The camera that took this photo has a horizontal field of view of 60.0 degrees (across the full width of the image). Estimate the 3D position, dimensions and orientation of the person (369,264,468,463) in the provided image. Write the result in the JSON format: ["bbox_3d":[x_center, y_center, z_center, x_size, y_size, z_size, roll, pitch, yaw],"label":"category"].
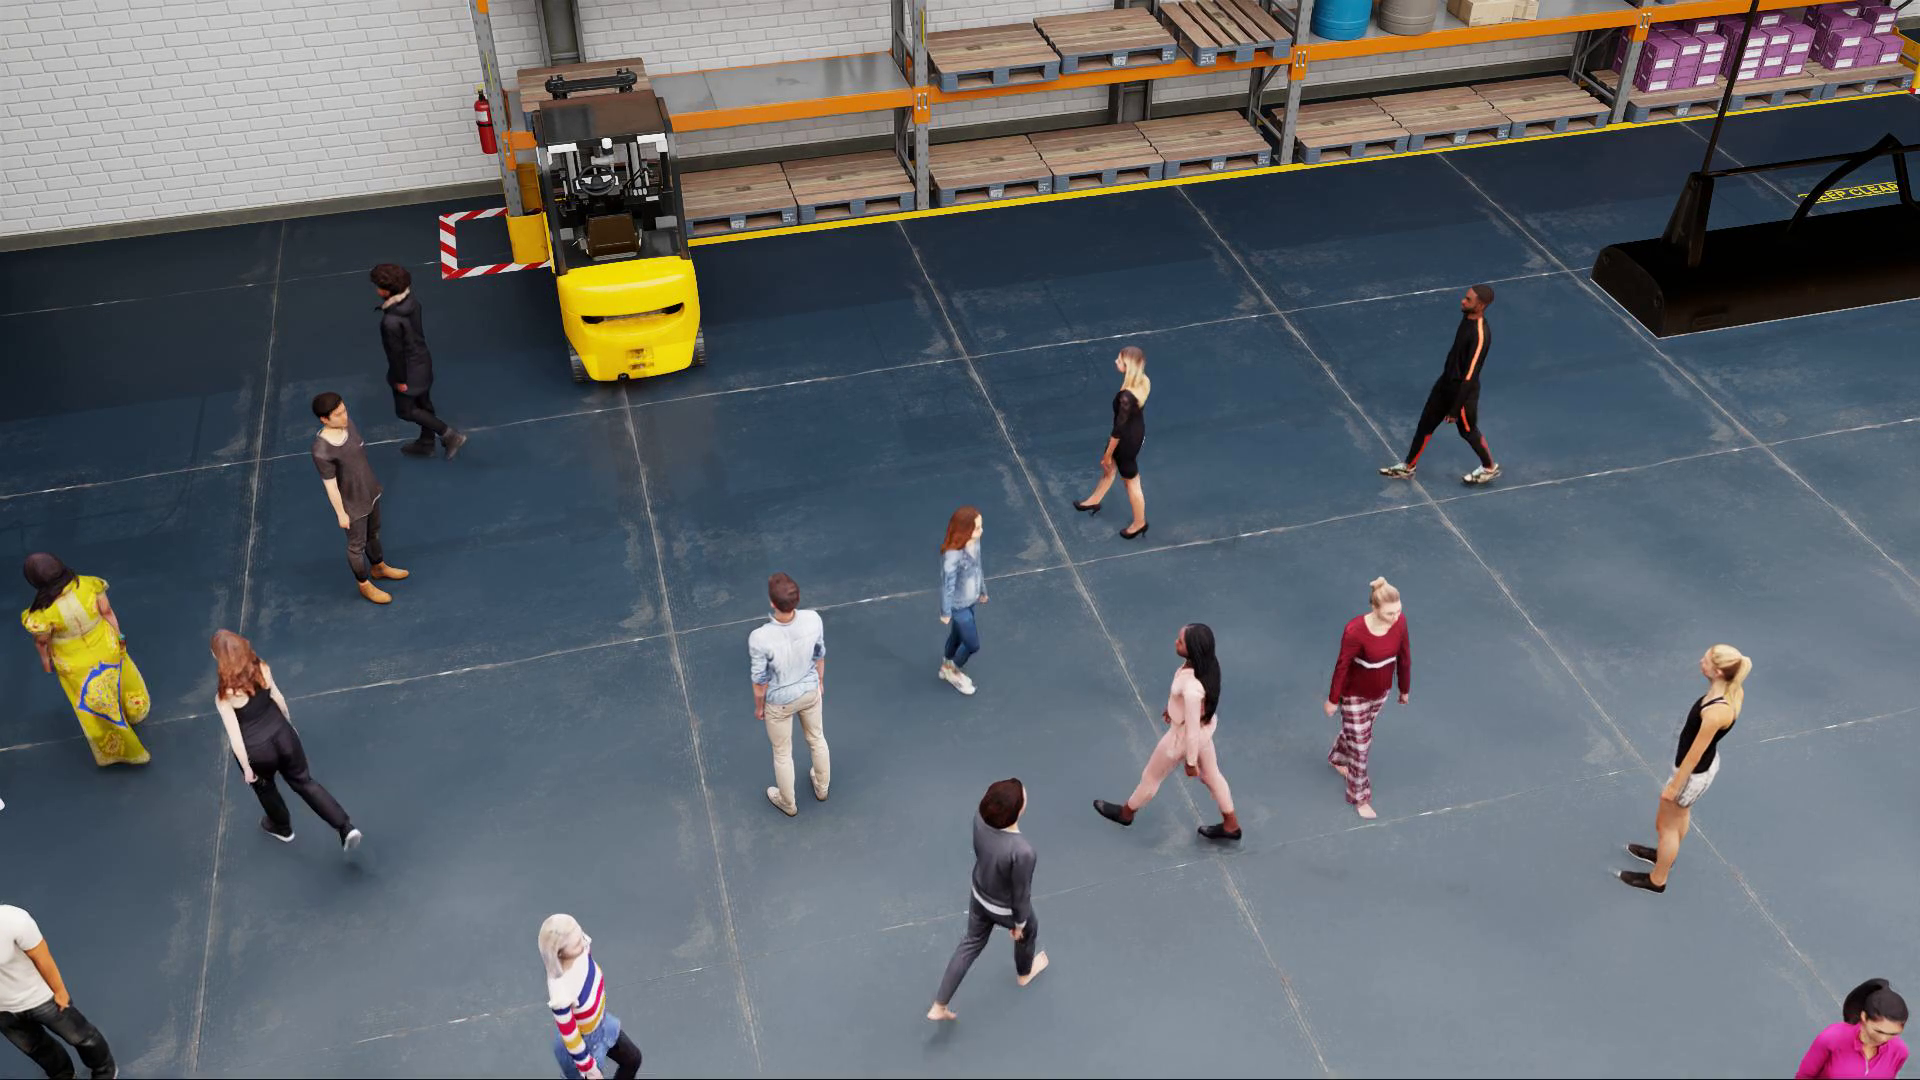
[{"bbox_3d":[-4.237,-1.352,13.037,0.946,1.767,0.810,4,39,5],"label":"person"}]

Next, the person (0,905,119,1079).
[{"bbox_3d":[-4.762,2.277,8.474,0.507,1.801,0.705,-5,39,-7],"label":"person"}]

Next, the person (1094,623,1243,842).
[{"bbox_3d":[1.457,1.197,9.922,1.250,1.671,1.062,12,40,14],"label":"person"}]

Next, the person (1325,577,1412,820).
[{"bbox_3d":[2.468,0.880,10.306,0.832,1.687,0.836,-17,42,-20],"label":"person"}]

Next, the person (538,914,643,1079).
[{"bbox_3d":[-1.942,2.455,8.243,0.781,1.800,0.758,1,39,2],"label":"person"}]

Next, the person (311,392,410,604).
[{"bbox_3d":[-4.306,-0.330,11.798,0.698,1.716,0.706,7,39,9],"label":"person"}]

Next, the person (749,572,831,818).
[{"bbox_3d":[-1.023,0.936,10.107,0.591,1.848,0.765,-20,43,-24],"label":"person"}]

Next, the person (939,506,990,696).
[{"bbox_3d":[-0.060,0.374,11.116,0.720,1.467,0.677,17,42,21],"label":"person"}]

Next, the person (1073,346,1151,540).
[{"bbox_3d":[1.312,-0.685,12.290,0.972,1.656,0.861,13,40,15],"label":"person"}]

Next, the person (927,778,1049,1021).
[{"bbox_3d":[0.152,1.962,8.909,0.983,1.739,1.173,30,47,32],"label":"person"}]

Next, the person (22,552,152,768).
[{"bbox_3d":[-5.442,0.777,10.485,1.181,1.635,1.129,21,43,25],"label":"person"}]

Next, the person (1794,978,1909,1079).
[{"bbox_3d":[4.179,2.710,8.011,0.620,1.701,0.724,5,39,6],"label":"person"}]

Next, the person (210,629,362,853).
[{"bbox_3d":[-4.023,1.238,9.824,1.094,1.728,1.020,18,42,22],"label":"person"}]

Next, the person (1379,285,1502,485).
[{"bbox_3d":[3.931,-1.138,12.769,1.249,1.767,0.853,-1,39,-1],"label":"person"}]

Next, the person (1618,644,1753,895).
[{"bbox_3d":[4.249,1.324,9.625,0.745,1.843,0.667,25,45,28],"label":"person"}]
